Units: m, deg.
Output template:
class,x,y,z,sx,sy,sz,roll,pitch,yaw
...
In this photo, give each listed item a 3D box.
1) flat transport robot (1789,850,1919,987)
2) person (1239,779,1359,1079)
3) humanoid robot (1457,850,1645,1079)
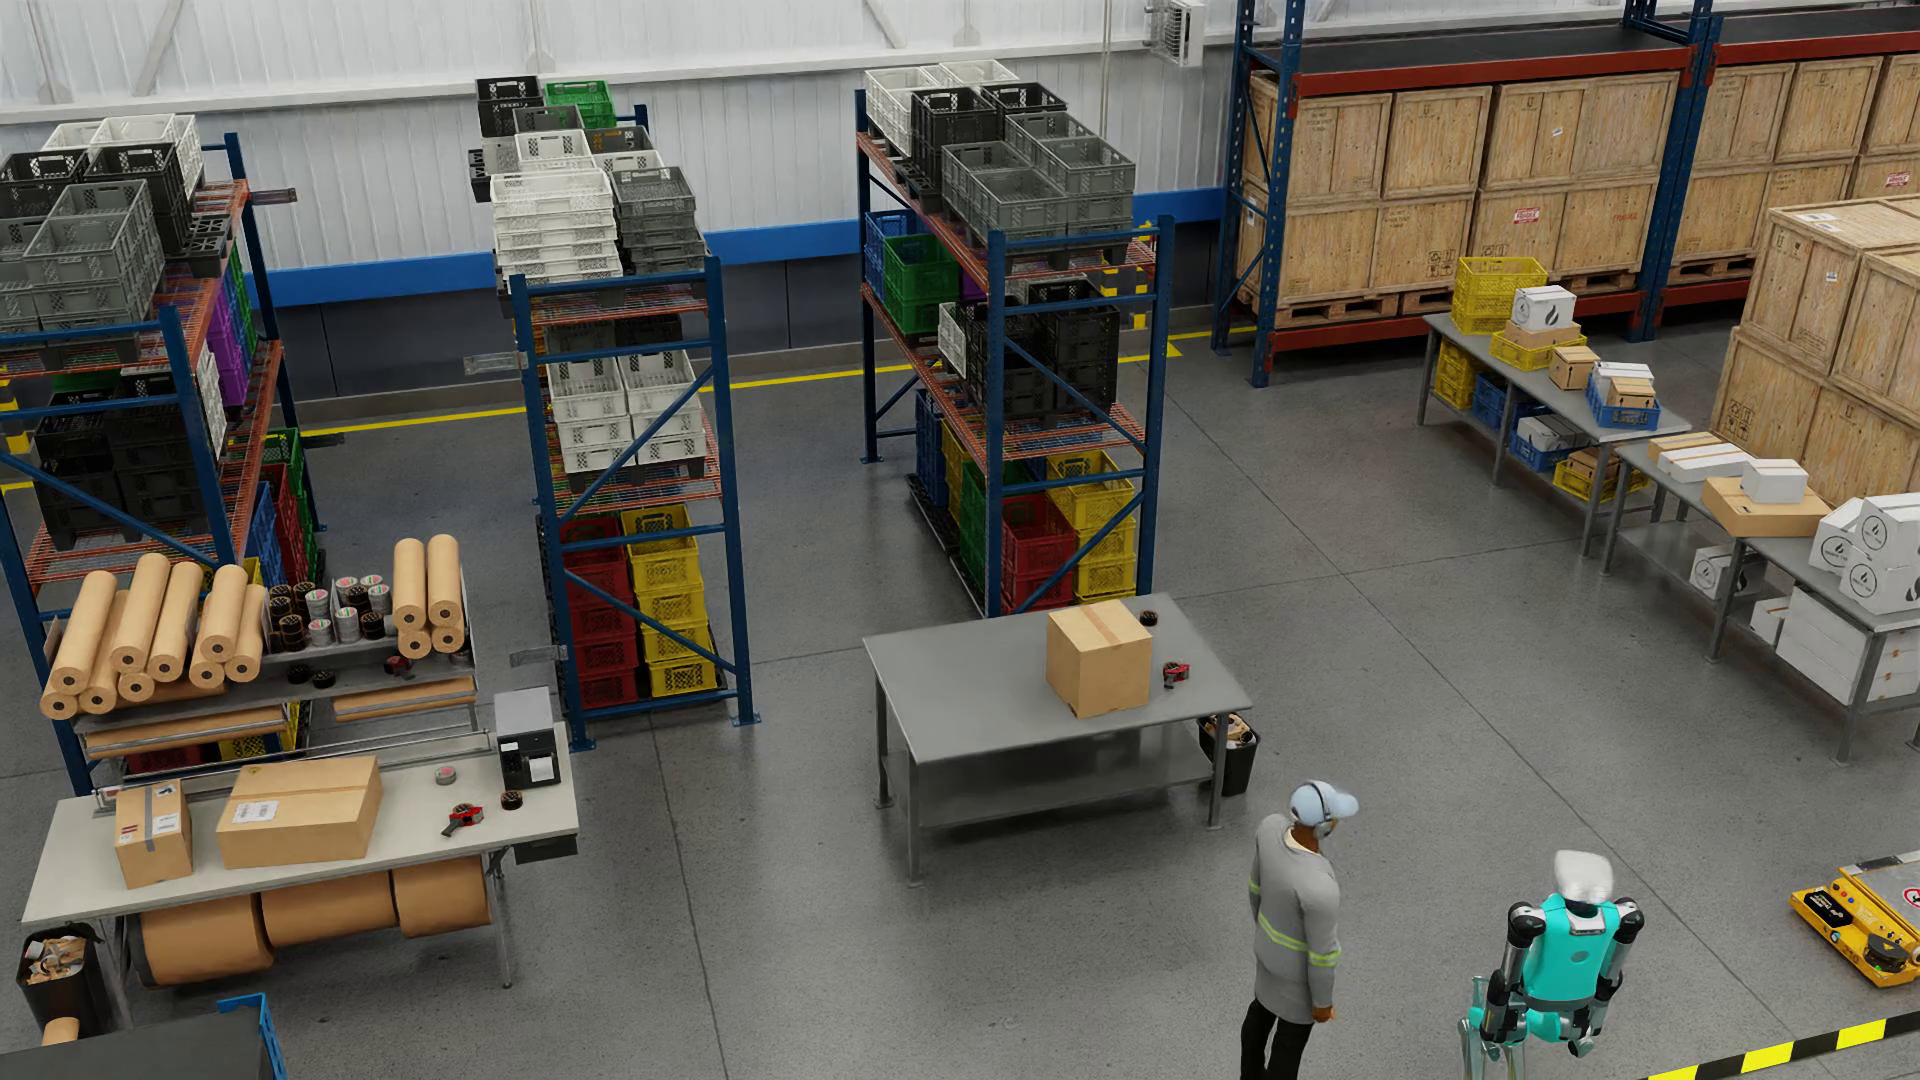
class,x,y,z,sx,sy,sz,roll,pitch,yaw
flat transport robot,5.163,1.916,8.676,1.431,0.231,0.659,-8,30,-14
person,1.471,1.805,7.233,0.384,1.851,0.596,-9,30,-17
humanoid robot,2.405,1.894,7.055,0.533,1.673,0.735,-2,29,-4
